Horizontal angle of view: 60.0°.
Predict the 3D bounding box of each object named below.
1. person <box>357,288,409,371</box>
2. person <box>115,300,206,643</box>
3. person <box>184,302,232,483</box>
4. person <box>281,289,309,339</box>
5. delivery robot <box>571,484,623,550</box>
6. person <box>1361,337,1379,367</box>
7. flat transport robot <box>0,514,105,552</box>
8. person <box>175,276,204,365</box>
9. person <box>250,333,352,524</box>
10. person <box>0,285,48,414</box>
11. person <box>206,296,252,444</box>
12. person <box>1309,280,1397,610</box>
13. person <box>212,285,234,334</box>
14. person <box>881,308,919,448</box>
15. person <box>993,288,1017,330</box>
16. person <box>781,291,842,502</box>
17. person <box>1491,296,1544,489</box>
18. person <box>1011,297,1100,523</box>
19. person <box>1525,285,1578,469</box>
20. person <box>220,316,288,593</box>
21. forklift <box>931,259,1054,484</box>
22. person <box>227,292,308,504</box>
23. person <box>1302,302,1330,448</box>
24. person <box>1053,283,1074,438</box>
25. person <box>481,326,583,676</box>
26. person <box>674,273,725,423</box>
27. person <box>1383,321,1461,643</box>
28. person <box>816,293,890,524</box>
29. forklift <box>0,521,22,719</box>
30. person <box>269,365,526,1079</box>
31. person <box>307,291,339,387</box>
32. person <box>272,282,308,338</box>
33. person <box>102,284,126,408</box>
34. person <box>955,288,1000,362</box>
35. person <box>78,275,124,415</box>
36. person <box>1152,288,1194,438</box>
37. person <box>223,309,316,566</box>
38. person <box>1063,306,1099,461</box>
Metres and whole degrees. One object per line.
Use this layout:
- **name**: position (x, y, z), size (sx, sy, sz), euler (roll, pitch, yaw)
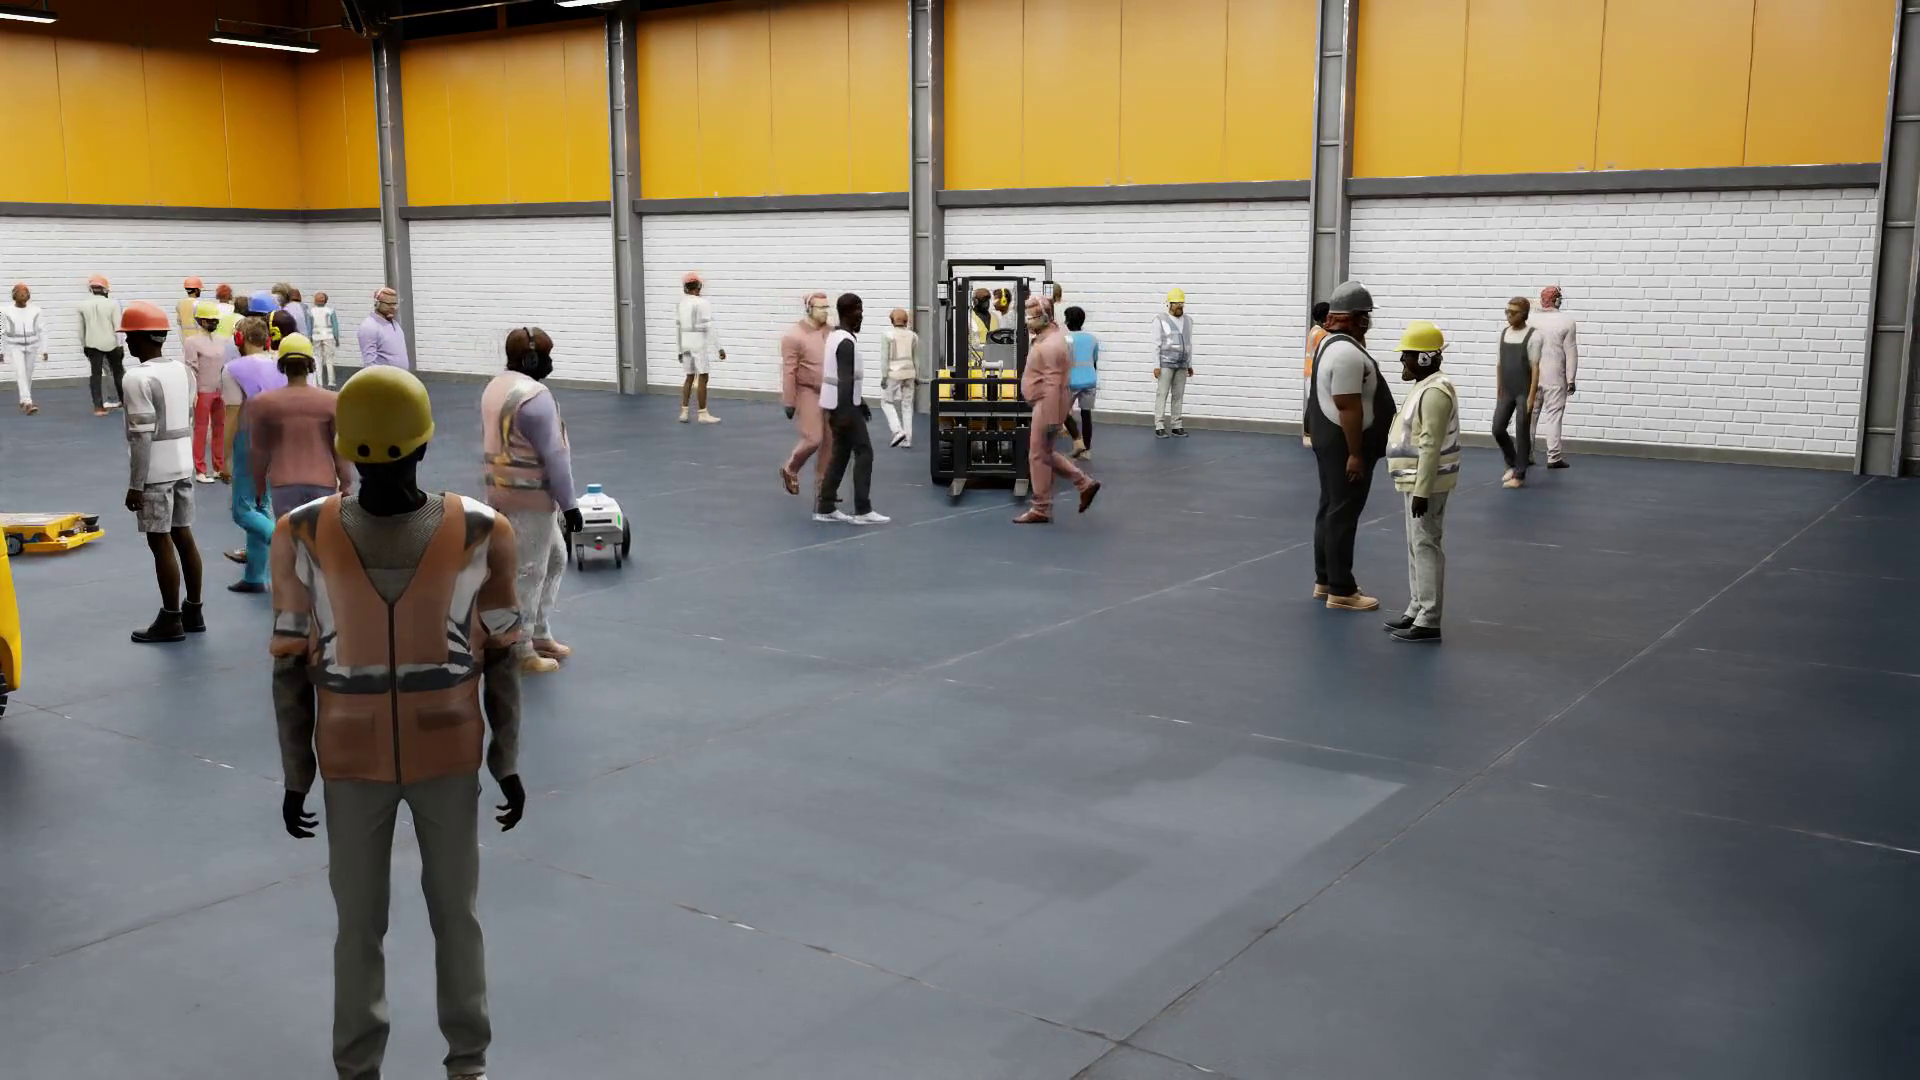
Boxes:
- **person**: position (-5.524, -1.476, 16.073), size (0.399, 1.902, 0.643), euler (1, 10, 7)
- **person**: position (-4.563, -0.384, 9.459), size (0.355, 1.939, 0.543), euler (1, 10, 5)
- **person**: position (-7.314, -1.441, 16.270), size (0.326, 1.765, 0.533), euler (4, 10, 20)
- **person**: position (-12.542, -3.927, 31.460), size (0.505, 1.633, 0.279), euler (-2, 10, -13)
- **delivery robot**: position (-2.613, -0.156, 11.928), size (0.477, 0.478, 0.707), euler (-3, 10, -15)
- **person**: position (3.411, -1.098, 14.613), size (0.499, 1.633, 0.281), euler (2, 10, 12)
- **flat transport robot**: position (-7.287, -0.055, 12.450), size (1.431, 0.197, 0.652), euler (-1, 10, -5)
- **person**: position (-11.248, -2.912, 24.510), size (0.542, 1.939, 0.364), euler (3, 10, 19)
- **person**: position (-3.779, -0.307, 9.563), size (0.538, 1.746, 0.581), euler (-4, 10, -22)
- **person**: position (-13.329, -2.715, 23.693), size (0.586, 1.825, 1.017), euler (-9, 13, -44)
- **person**: position (-8.609, -2.031, 19.824), size (0.639, 1.766, 1.078), euler (6, 11, 33)
- **person**: position (2.459, -0.595, 10.407), size (0.539, 2.000, 0.689), euler (0, 10, 0)
- **person**: position (-10.347, -2.686, 23.501), size (0.604, 1.829, 1.002), euler (-4, 10, -21)
- **person**: position (-0.694, -1.866, 19.221), size (0.535, 1.613, 0.375), euler (-6, 11, -33)
- **person**: position (0.697, -2.183, 20.472), size (0.785, 1.842, 0.527), euler (0, 10, -2)
- **person**: position (-1.300, -1.282, 14.945), size (0.512, 1.891, 0.649), euler (9, 13, 43)
- **person**: position (5.269, -1.392, 15.763), size (0.385, 1.832, 0.508), euler (-8, 12, -38)
- **person**: position (0.786, -1.050, 13.619), size (0.647, 1.869, 0.707), euler (0, 10, 2)
- **person**: position (6.140, -1.700, 17.388), size (0.652, 1.906, 0.409), euler (9, 13, 42)
- **person**: position (-4.488, -0.537, 10.743), size (0.615, 1.807, 0.630), euler (3, 10, 16)
- **forklift**: position (0.370, -1.738, 16.759), size (1.214, 2.155, 2.313), euler (1, 10, 3)
- **person**: position (-5.879, -1.149, 14.134), size (0.998, 1.885, 0.606), euler (3, 10, 17)
- **person**: position (4.150, -1.913, 19.313), size (0.321, 1.691, 0.529), euler (1, 10, 7)
- **person**: position (1.185, -2.206, 20.433), size (0.612, 1.895, 0.723), euler (-4, 10, -20)
- **person**: position (-2.205, -0.200, 8.725), size (0.587, 1.824, 0.637), euler (-6, 11, -32)
- **person**: position (-3.500, -2.539, 22.147), size (0.373, 2.002, 0.729), euler (-9, 13, -44)
- **person**: position (2.626, -0.330, 9.477), size (0.403, 1.826, 0.589), euler (2, 10, 9)
- **person**: position (-0.938, -1.079, 13.741), size (0.599, 1.893, 0.617), euler (-2, 10, -14)
- **forklift**: position (-5.296, -0.090, 6.943), size (1.214, 2.155, 2.313), euler (7, 12, 35)
- **person**: position (-1.361, 0.531, 4.068), size (0.585, 1.917, 0.382), euler (-3, 10, -15)
- **person**: position (-10.970, -3.458, 28.659), size (0.517, 1.642, 0.312), euler (0, 10, 1)
- **person**: position (-8.080, -2.159, 20.155), size (0.403, 1.920, 0.670), euler (-2, 10, -12)
- **person**: position (-12.557, -2.900, 24.496), size (0.383, 1.920, 0.585), euler (2, 10, 10)
- **person**: position (0.251, -2.068, 19.771), size (0.625, 1.845, 0.429), euler (-7, 12, -36)
- **person**: position (-12.137, -2.771, 23.623), size (0.655, 1.942, 0.997), euler (-1, 10, -5)
- **person**: position (2.621, -2.163, 20.363), size (0.592, 1.832, 0.404), euler (-5, 11, -28)
- **person**: position (-4.706, -0.688, 11.618), size (0.941, 1.816, 0.581), euler (0, 10, -1)
- **person**: position (1.273, -1.679, 17.926), size (0.570, 1.680, 0.373), euler (-5, 11, -28)
